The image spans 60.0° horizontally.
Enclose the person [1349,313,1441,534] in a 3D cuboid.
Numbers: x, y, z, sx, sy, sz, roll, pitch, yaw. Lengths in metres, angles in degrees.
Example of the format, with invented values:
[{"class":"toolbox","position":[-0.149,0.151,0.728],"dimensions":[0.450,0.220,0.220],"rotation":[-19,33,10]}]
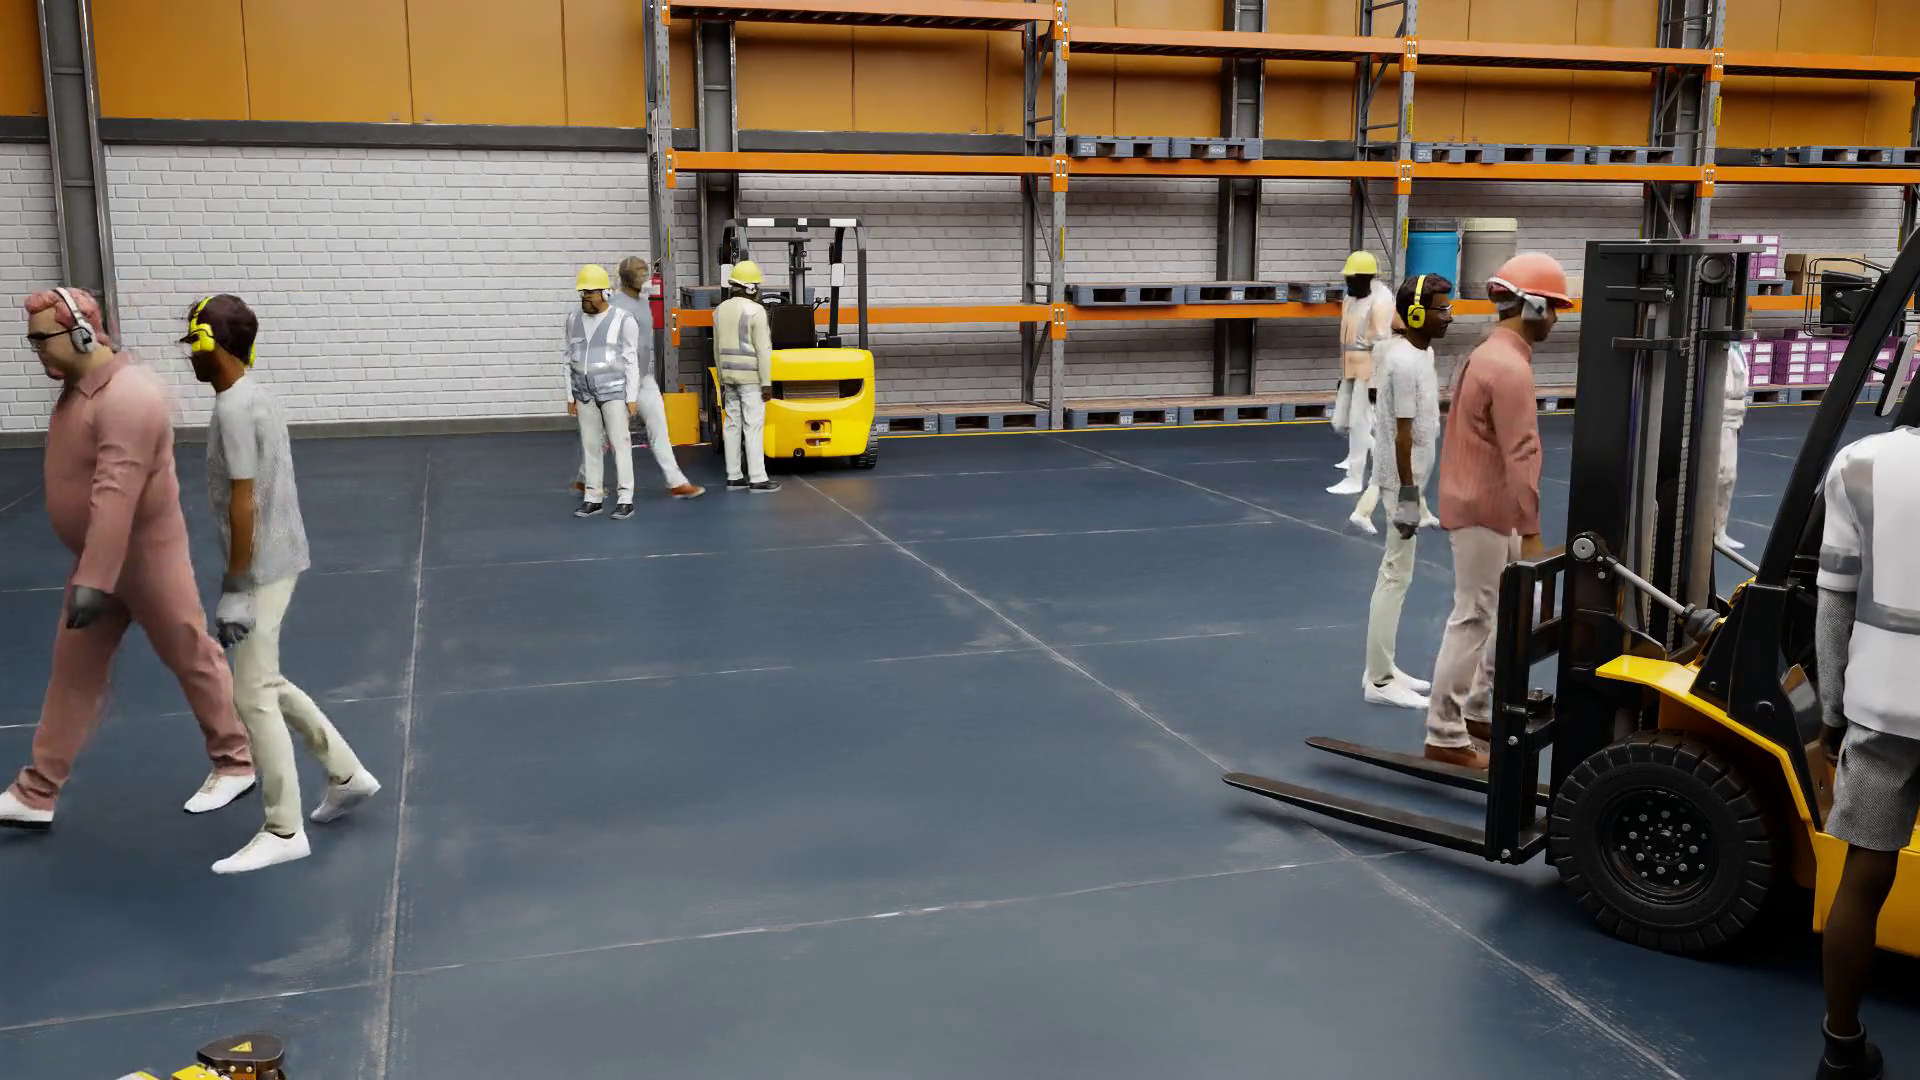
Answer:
[{"class":"person","position":[3.027,-0.840,11.398],"dimensions":[0.841,1.593,0.514],"rotation":[-4,11,-23]}]

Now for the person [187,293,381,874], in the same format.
[{"class":"person","position":[-2.232,0.133,5.411],"dimensions":[0.469,1.847,0.583],"rotation":[-4,11,-19]}]

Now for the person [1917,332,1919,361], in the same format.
[{"class":"person","position":[3.363,0.073,5.697],"dimensions":[0.390,1.850,0.565],"rotation":[2,10,8]}]

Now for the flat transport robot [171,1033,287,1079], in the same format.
[{"class":"flat transport robot","position":[-1.765,1.340,3.079],"dimensions":[0.652,0.197,1.431],"rotation":[7,12,34]}]

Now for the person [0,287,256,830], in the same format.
[{"class":"person","position":[-2.906,0.084,5.623],"dimensions":[0.670,1.842,0.995],"rotation":[9,14,41]}]

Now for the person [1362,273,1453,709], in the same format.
[{"class":"person","position":[1.944,-0.216,7.227],"dimensions":[0.311,1.869,0.530],"rotation":[3,11,14]}]

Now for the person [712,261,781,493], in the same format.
[{"class":"person","position":[-1.696,-1.291,13.215],"dimensions":[0.591,1.834,0.404],"rotation":[9,14,42]}]

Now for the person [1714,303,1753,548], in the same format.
[{"class":"person","position":[4.888,-0.742,10.796],"dimensions":[0.432,1.626,0.519],"rotation":[7,13,34]}]

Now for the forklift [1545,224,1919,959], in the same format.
[{"class":"forklift","position":[2.909,0.117,4.508],"dimensions":[2.313,2.155,1.214],"rotation":[9,14,40]}]

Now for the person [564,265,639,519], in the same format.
[{"class":"person","position":[-2.591,-1.058,11.976],"dimensions":[0.596,1.826,0.403],"rotation":[3,11,18]}]

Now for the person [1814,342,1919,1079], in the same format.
[{"class":"person","position":[2.205,0.386,3.741],"dimensions":[0.358,1.938,0.542],"rotation":[-8,13,-39]}]

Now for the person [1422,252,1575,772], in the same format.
[{"class":"person","position":[2.018,-0.079,6.217],"dimensions":[0.556,1.961,0.637],"rotation":[3,11,15]}]

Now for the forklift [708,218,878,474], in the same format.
[{"class":"forklift","position":[-1.522,-1.778,14.899],"dimensions":[1.214,2.155,2.313],"rotation":[-3,11,-17]}]

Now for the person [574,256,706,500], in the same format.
[{"class":"person","position":[-2.527,-1.222,12.722],"dimensions":[1.051,1.884,0.647],"rotation":[3,11,15]}]

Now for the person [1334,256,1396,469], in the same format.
[{"class":"person","position":[3.590,-1.567,14.592],"dimensions":[0.616,1.890,0.647],"rotation":[-4,11,-21]}]

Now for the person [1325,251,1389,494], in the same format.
[{"class":"person","position":[3.183,-1.308,13.089],"dimensions":[0.538,1.914,0.612],"rotation":[-2,11,-13]}]
